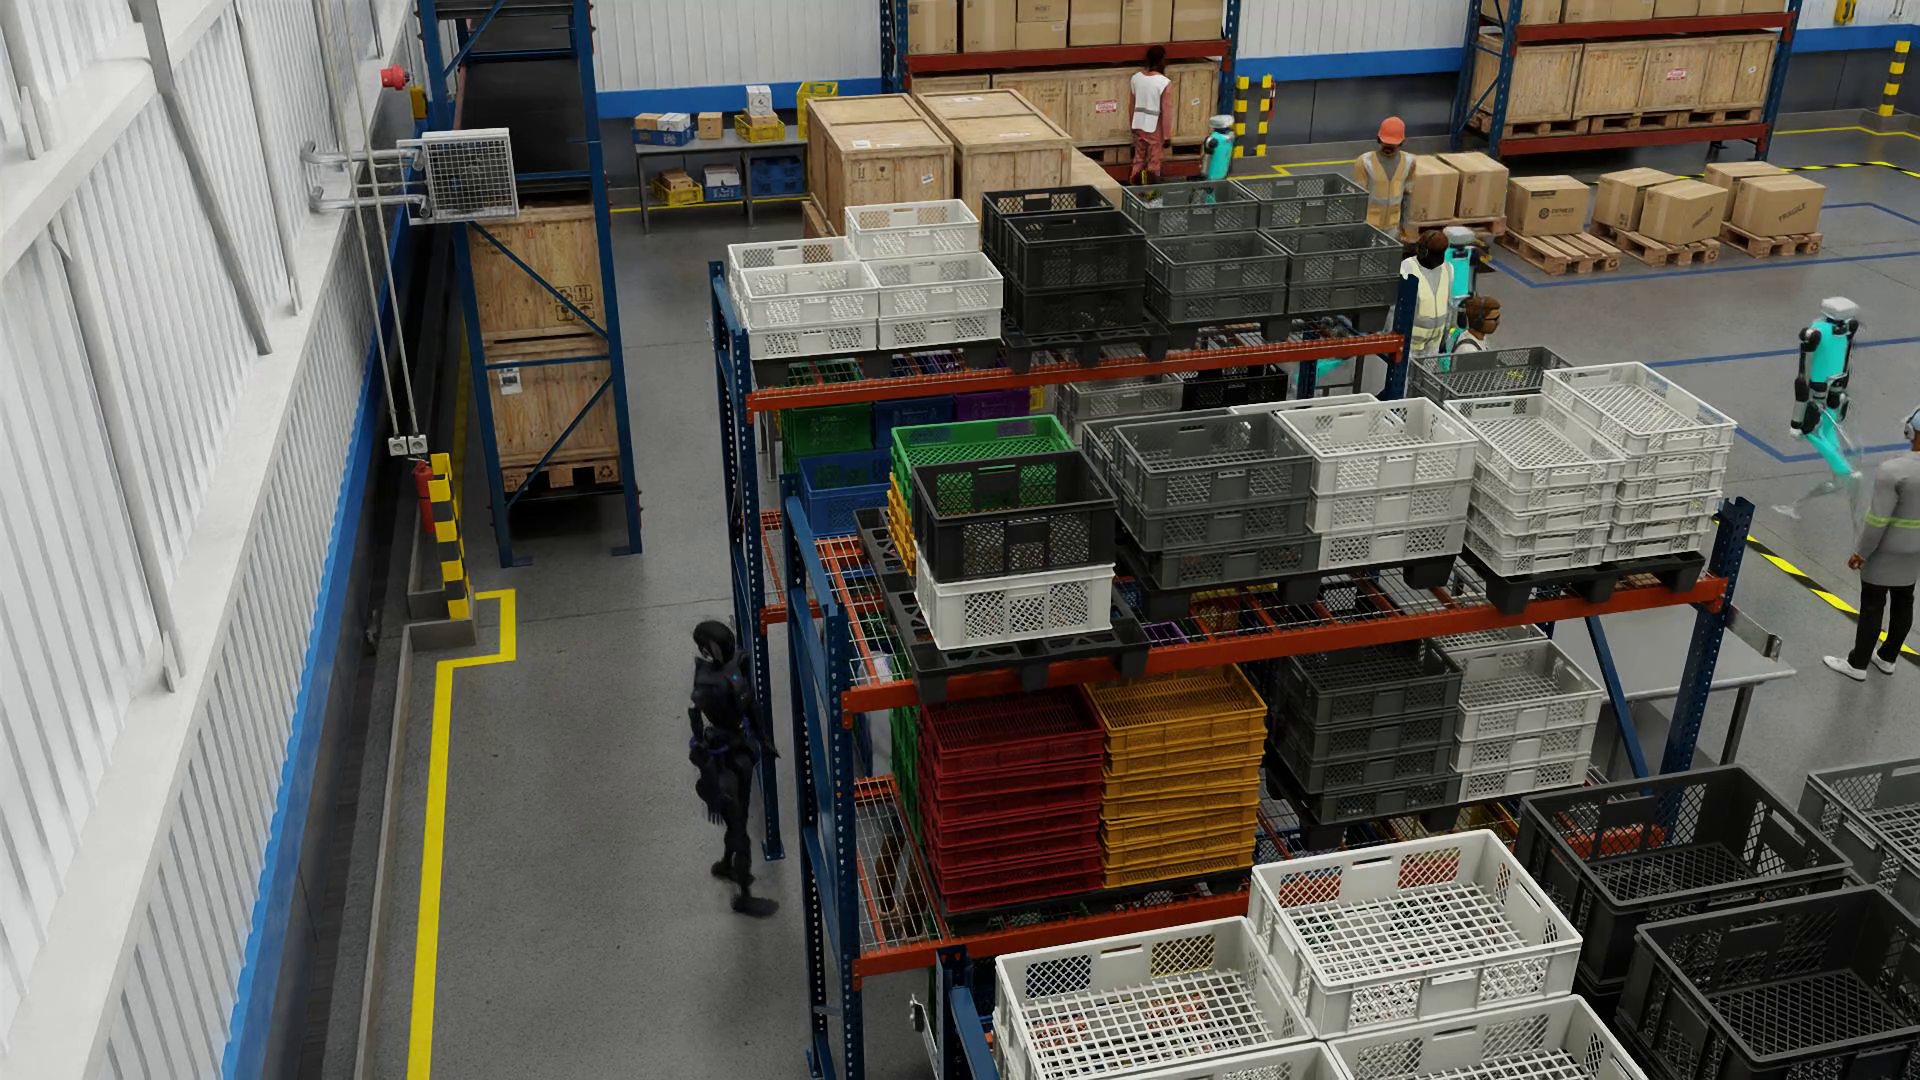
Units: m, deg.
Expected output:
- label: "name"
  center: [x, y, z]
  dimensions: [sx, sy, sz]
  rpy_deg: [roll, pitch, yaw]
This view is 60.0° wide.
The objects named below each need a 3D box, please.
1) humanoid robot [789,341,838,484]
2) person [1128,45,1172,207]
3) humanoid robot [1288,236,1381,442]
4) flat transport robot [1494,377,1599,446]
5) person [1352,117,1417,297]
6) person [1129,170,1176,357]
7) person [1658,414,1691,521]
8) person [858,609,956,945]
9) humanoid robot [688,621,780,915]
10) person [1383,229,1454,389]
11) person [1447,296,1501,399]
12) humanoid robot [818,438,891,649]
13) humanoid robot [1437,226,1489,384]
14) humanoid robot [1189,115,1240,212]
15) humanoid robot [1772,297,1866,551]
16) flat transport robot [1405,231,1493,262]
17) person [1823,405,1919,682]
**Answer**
- label: "humanoid robot"
  center: [-0.950, -1.135, 12.652]
  dimensions: [0.861, 1.787, 0.572]
  rpy_deg: [-12, 30, -21]
- label: "person"
  center: [2.195, -4.746, 19.284]
  dimensions: [0.398, 1.916, 0.589]
  rpy_deg: [-24, 36, -37]
- label: "humanoid robot"
  center: [2.959, -1.574, 13.524]
  dimensions: [0.783, 1.832, 0.553]
  rpy_deg: [2, 28, 4]
- label: "flat transport robot"
  center: [4.780, -1.036, 14.013]
  dimensions: [0.659, 0.231, 1.431]
  rpy_deg: [-6, 28, -12]
- label: "person"
  center: [4.027, -3.040, 15.922]
  dimensions: [0.607, 2.035, 0.400]
  rpy_deg: [-4, 28, -8]
- label: "person"
  center: [1.732, -2.457, 15.038]
  dimensions: [0.596, 1.823, 0.385]
  rpy_deg: [-22, 35, -36]
- label: "person"
  center: [4.261, 0.012, 10.425]
  dimensions: [0.324, 1.760, 0.523]
  rpy_deg: [-13, 31, -23]
- label: "person"
  center: [-0.210, 1.164, 7.961]
  dimensions: [0.403, 2.029, 0.608]
  rpy_deg: [-21, 35, -35]
- label: "humanoid robot"
  center: [-1.110, 1.116, 8.438]
  dimensions: [0.547, 1.645, 0.617]
  rpy_deg: [12, 30, 22]
- label: "person"
  center: [3.693, -1.620, 13.446]
  dimensions: [0.631, 1.835, 0.430]
  rpy_deg: [-12, 30, -21]
- label: "person"
  center: [3.661, -0.883, 12.030]
  dimensions: [0.346, 1.846, 0.507]
  rpy_deg: [6, 28, 11]
- label: "humanoid robot"
  center: [-0.726, 0.056, 10.486]
  dimensions: [0.791, 1.618, 0.607]
  rpy_deg: [-11, 30, -20]
- label: "humanoid robot"
  center: [4.101, -1.585, 13.557]
  dimensions: [0.546, 1.848, 0.764]
  rpy_deg: [-14, 31, -25]
- label: "humanoid robot"
  center: [2.384, -3.516, 17.152]
  dimensions: [0.819, 1.785, 0.605]
  rpy_deg: [21, 34, 34]
- label: "humanoid robot"
  center: [6.455, -0.803, 12.013]
  dimensions: [0.550, 1.759, 0.978]
  rpy_deg: [-15, 31, -26]
- label: "flat transport robot"
  center: [5.239, -3.357, 18.386]
  dimensions: [0.652, 0.197, 1.431]
  rpy_deg: [-6, 28, -12]
- label: "person"
  center: [5.789, 0.016, 10.324]
  dimensions: [0.589, 1.847, 0.407]
  rpy_deg: [-7, 29, -13]
